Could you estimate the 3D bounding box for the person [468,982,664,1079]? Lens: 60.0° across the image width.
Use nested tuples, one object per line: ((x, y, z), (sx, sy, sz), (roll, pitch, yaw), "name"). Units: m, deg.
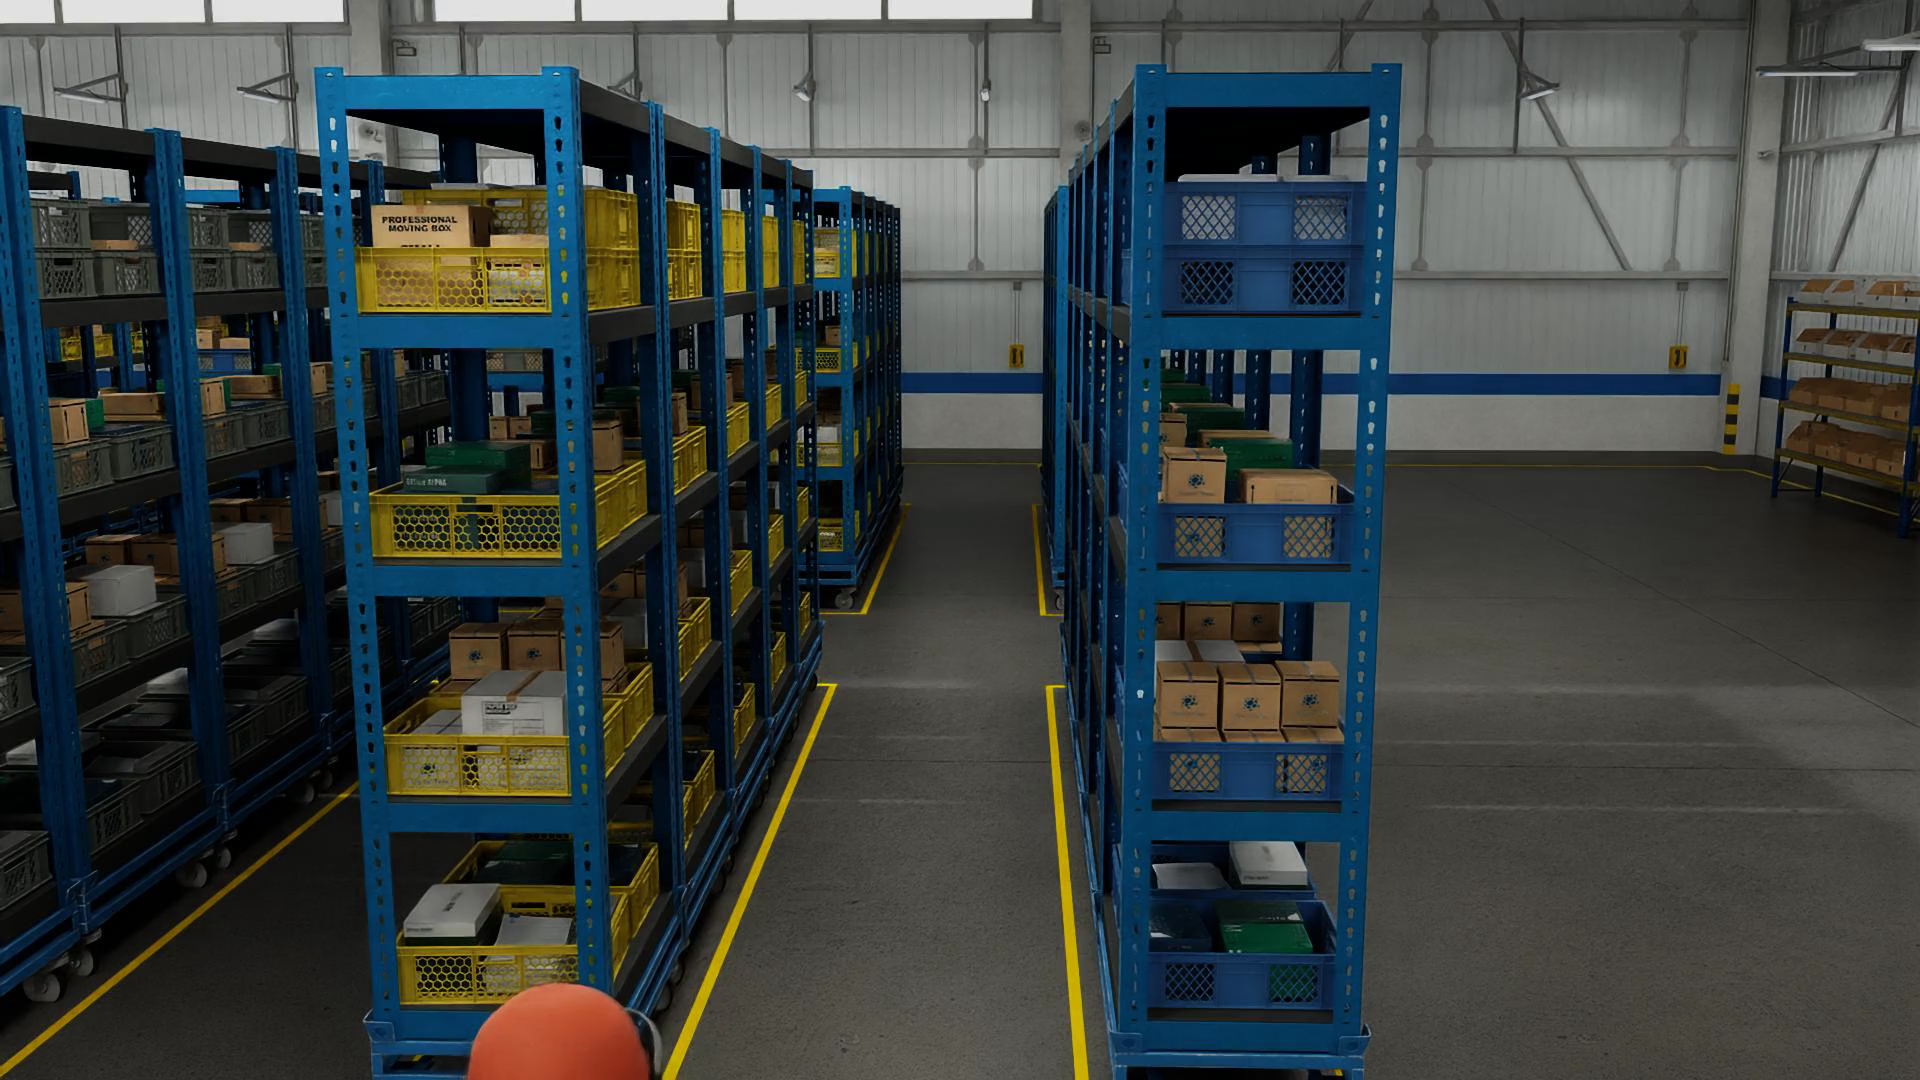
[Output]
((-0.573, 1.615, 2.586), (0.608, 1.985, 0.394), (7, 12, 36), "person")
